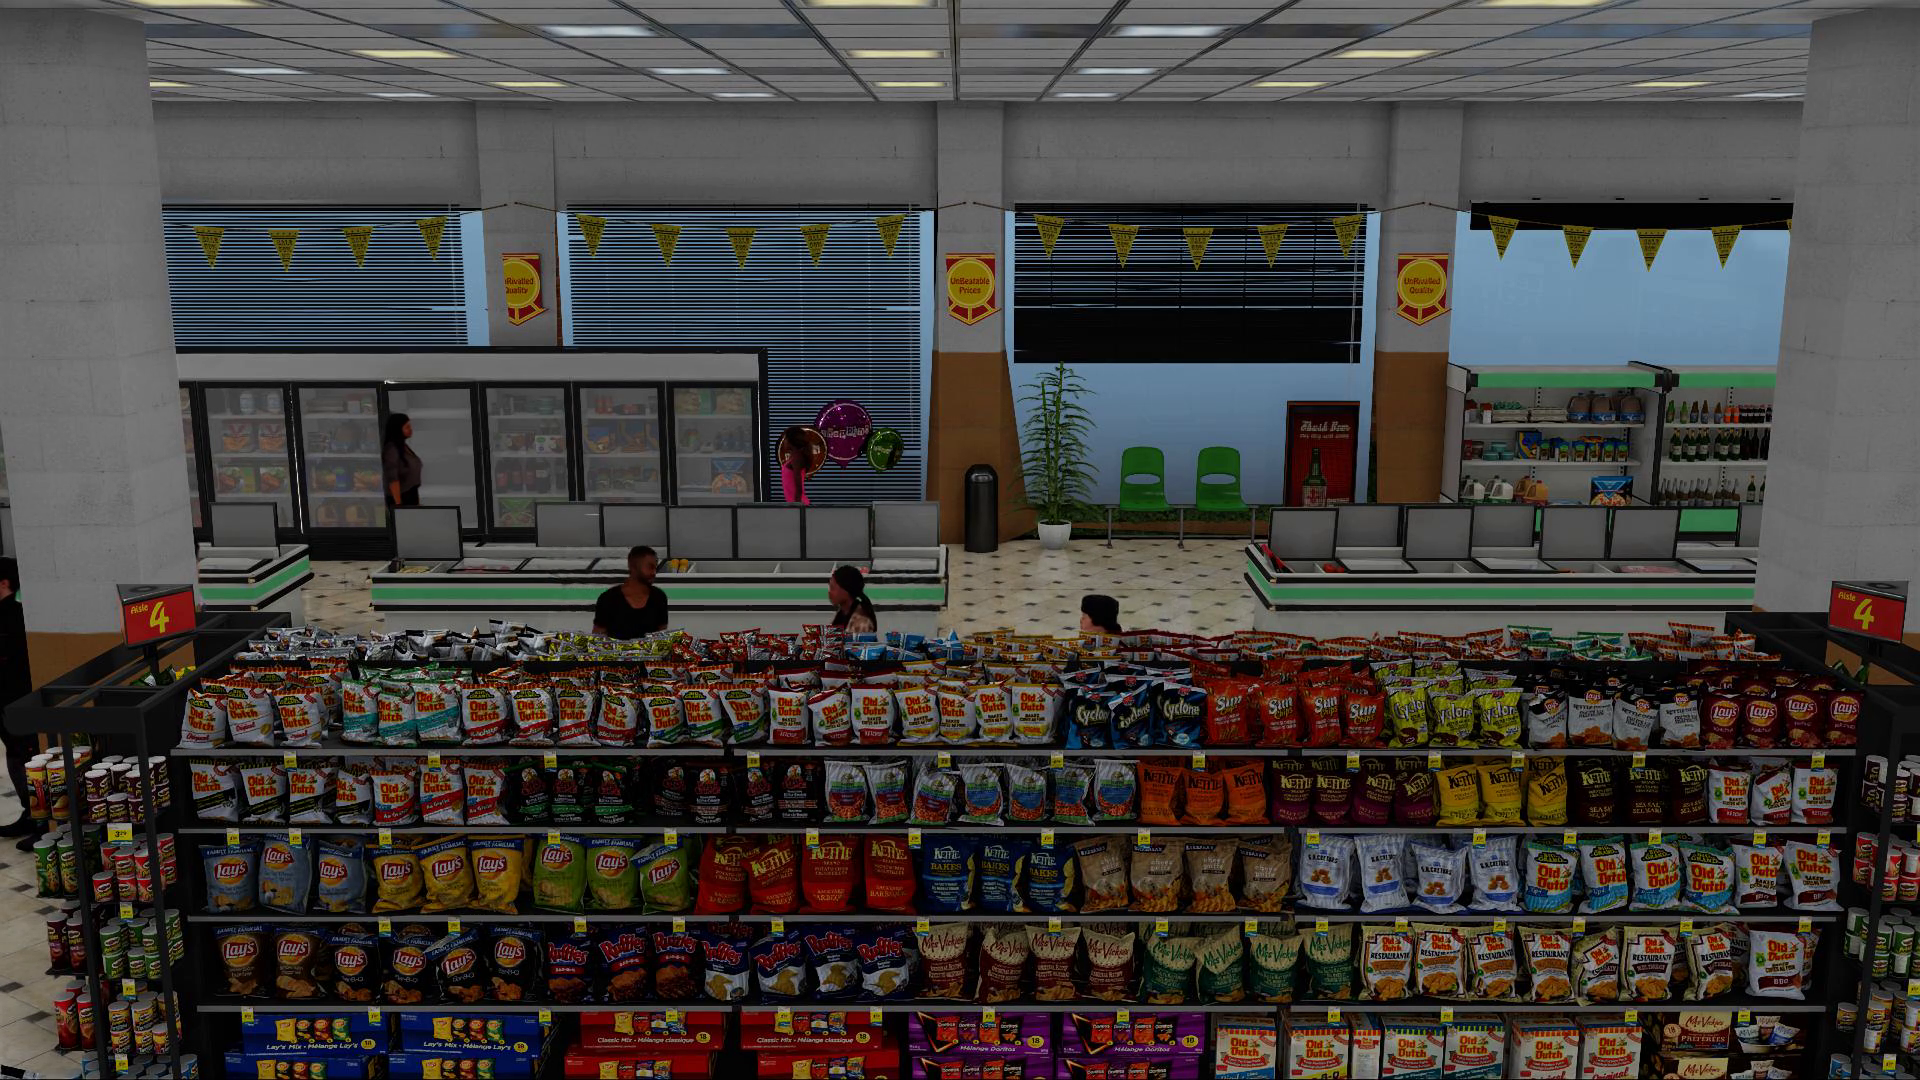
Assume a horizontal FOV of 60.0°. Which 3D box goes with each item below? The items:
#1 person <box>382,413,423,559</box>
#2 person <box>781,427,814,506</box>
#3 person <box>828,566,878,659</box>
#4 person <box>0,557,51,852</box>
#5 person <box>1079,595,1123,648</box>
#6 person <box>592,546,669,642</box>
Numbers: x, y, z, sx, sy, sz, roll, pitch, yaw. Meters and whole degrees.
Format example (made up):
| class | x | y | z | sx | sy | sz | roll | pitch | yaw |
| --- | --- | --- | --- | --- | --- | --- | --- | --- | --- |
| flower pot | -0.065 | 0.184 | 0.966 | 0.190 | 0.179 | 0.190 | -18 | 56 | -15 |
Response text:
| class | x | y | z | sx | sy | sz | roll | pitch | yaw |
| --- | --- | --- | --- | --- | --- | --- | --- | --- | --- |
| person | -5.686 | -0.376 | 16.904 | 0.607 | 1.839 | 0.656 | -1 | 12 | -4 |
| person | -1.631 | -0.297 | 16.812 | 0.534 | 1.723 | 0.560 | 0 | 12 | -1 |
| person | -0.599 | 1.030 | 10.376 | 0.980 | 1.779 | 0.783 | -5 | 13 | -21 |
| person | -5.844 | 1.006 | 10.344 | 0.771 | 1.838 | 0.846 | 11 | 16 | 41 |
| person | 0.918 | 1.157 | 10.055 | 0.915 | 1.661 | 0.824 | 3 | 12 | 15 |
| person | -2.215 | 0.916 | 10.936 | 0.784 | 1.769 | 0.899 | -4 | 13 | -18 |
